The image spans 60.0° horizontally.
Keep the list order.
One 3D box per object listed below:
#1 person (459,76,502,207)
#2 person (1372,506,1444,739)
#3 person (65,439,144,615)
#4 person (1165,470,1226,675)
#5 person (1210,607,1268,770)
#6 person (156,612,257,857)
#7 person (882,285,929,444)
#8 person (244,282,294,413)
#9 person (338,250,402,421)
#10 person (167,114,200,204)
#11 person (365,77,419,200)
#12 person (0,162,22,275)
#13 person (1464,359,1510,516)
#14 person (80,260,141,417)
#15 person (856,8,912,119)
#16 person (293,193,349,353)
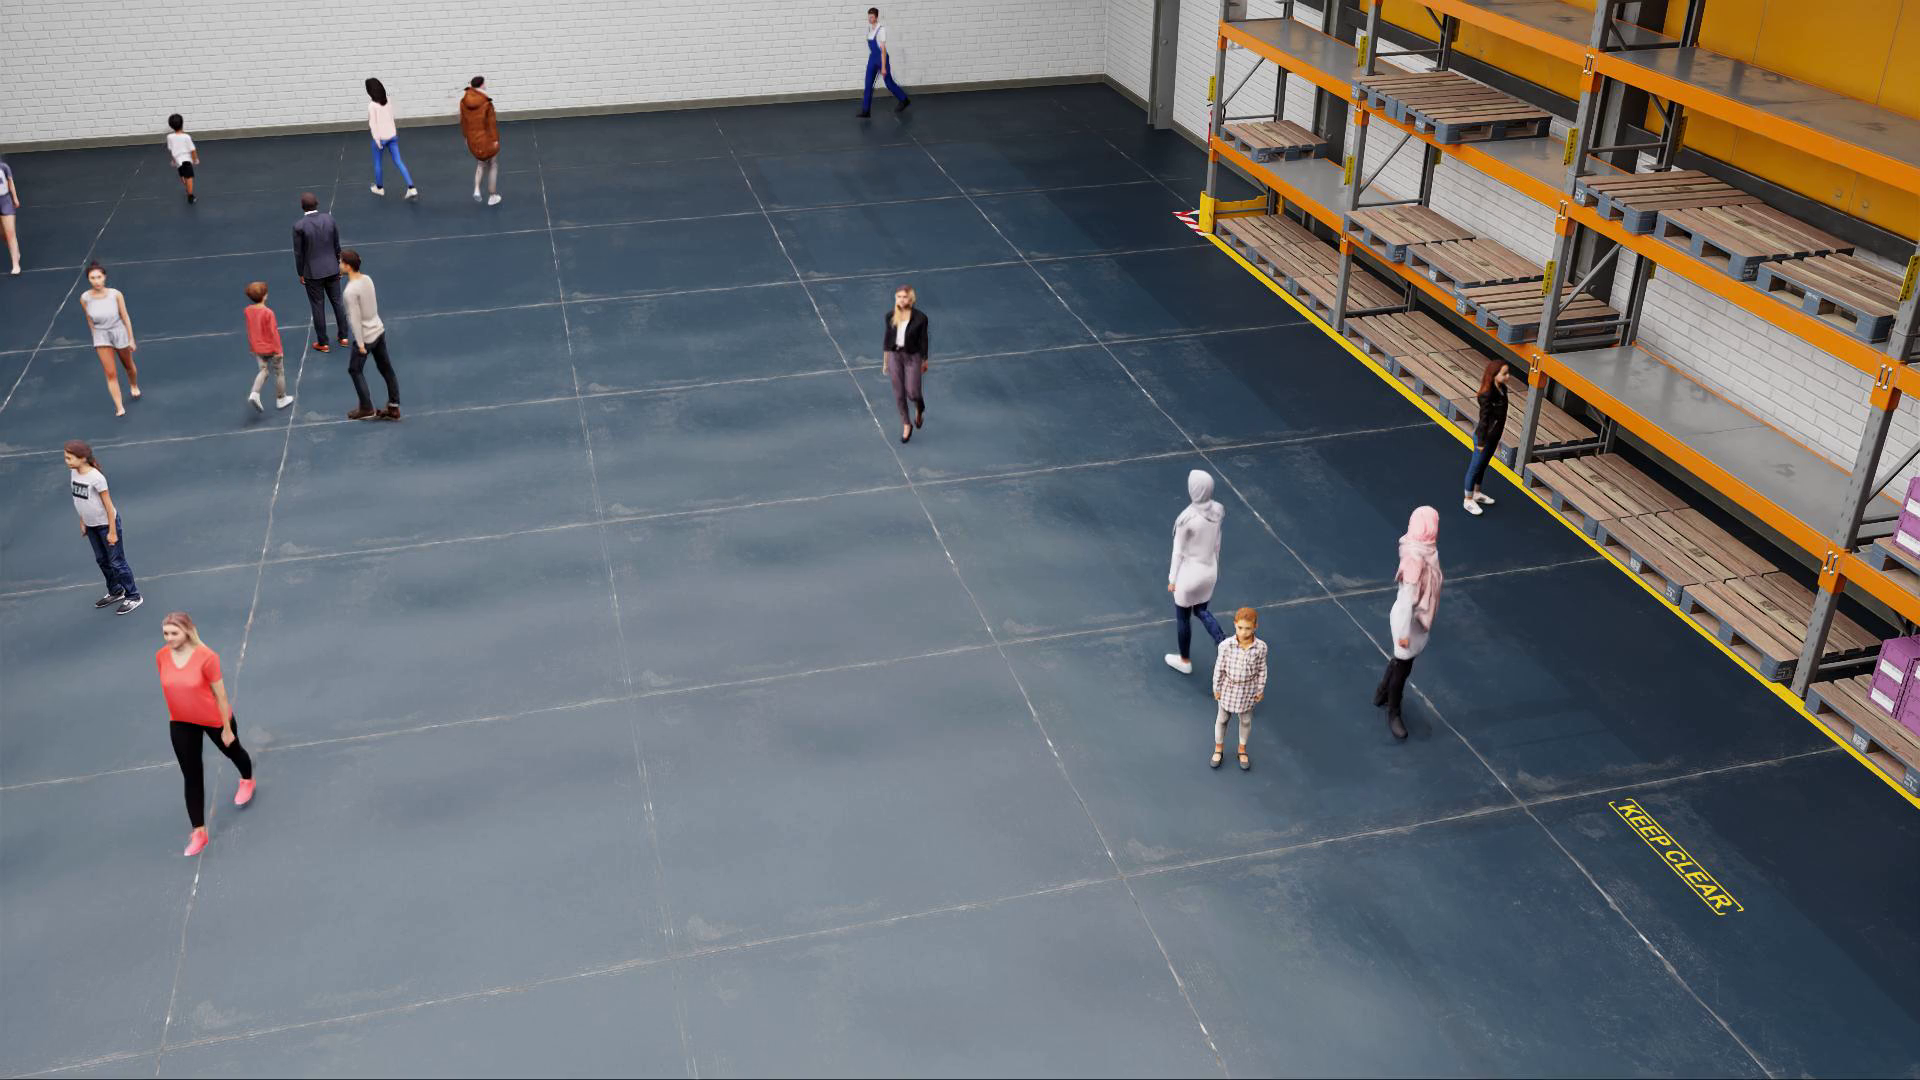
[{"bbox_3d":[-6.814,-5.627,23.596,0.894,1.822,0.946,8,30,14],"label":"person"},{"bbox_3d":[3.277,0.619,12.188,0.892,1.781,0.817,23,36,36],"label":"person"},{"bbox_3d":[-7.135,-0.139,13.806,0.623,1.562,0.675,13,31,23],"label":"person"},{"bbox_3d":[1.866,0.317,12.760,0.791,1.763,0.980,-16,33,-27],"label":"person"},{"bbox_3d":[1.999,1.042,11.904,0.596,1.311,0.598,3,29,5],"label":"person"},{"bbox_3d":[-5.071,1.202,11.262,0.829,1.645,1.191,0,29,1],"label":"person"},{"bbox_3d":[-0.521,-1.788,16.727,0.745,1.661,0.800,8,30,15],"label":"person"},{"bbox_3d":[-7.288,-1.988,17.367,0.745,1.399,0.873,9,30,17],"label":"person"},{"bbox_3d":[-5.987,-2.073,17.055,0.909,1.846,0.861,7,29,13],"label":"person"},{"bbox_3d":[-11.174,-5.459,23.899,0.534,1.237,0.784,-6,29,-10],"label":"person"},{"bbox_3d":[-8.173,-5.718,23.860,1.240,1.729,1.115,18,34,30],"label":"person"},{"bbox_3d":[-12.323,-4.282,21.347,0.617,1.614,1.041,-8,30,-15],"label":"person"},{"bbox_3d":[4.891,-0.986,15.443,0.668,1.483,0.643,23,36,36],"label":"person"},{"bbox_3d":[-8.901,-2.143,17.481,0.671,1.560,1.114,-12,31,-20],"label":"person"},{"bbox_3d":[-1.278,-8.041,28.043,1.133,1.802,1.338,-20,35,-32],"label":"person"},{"bbox_3d":[-7.243,-3.043,18.859,0.796,1.821,0.797,-24,37,-37],"label":"person"}]
